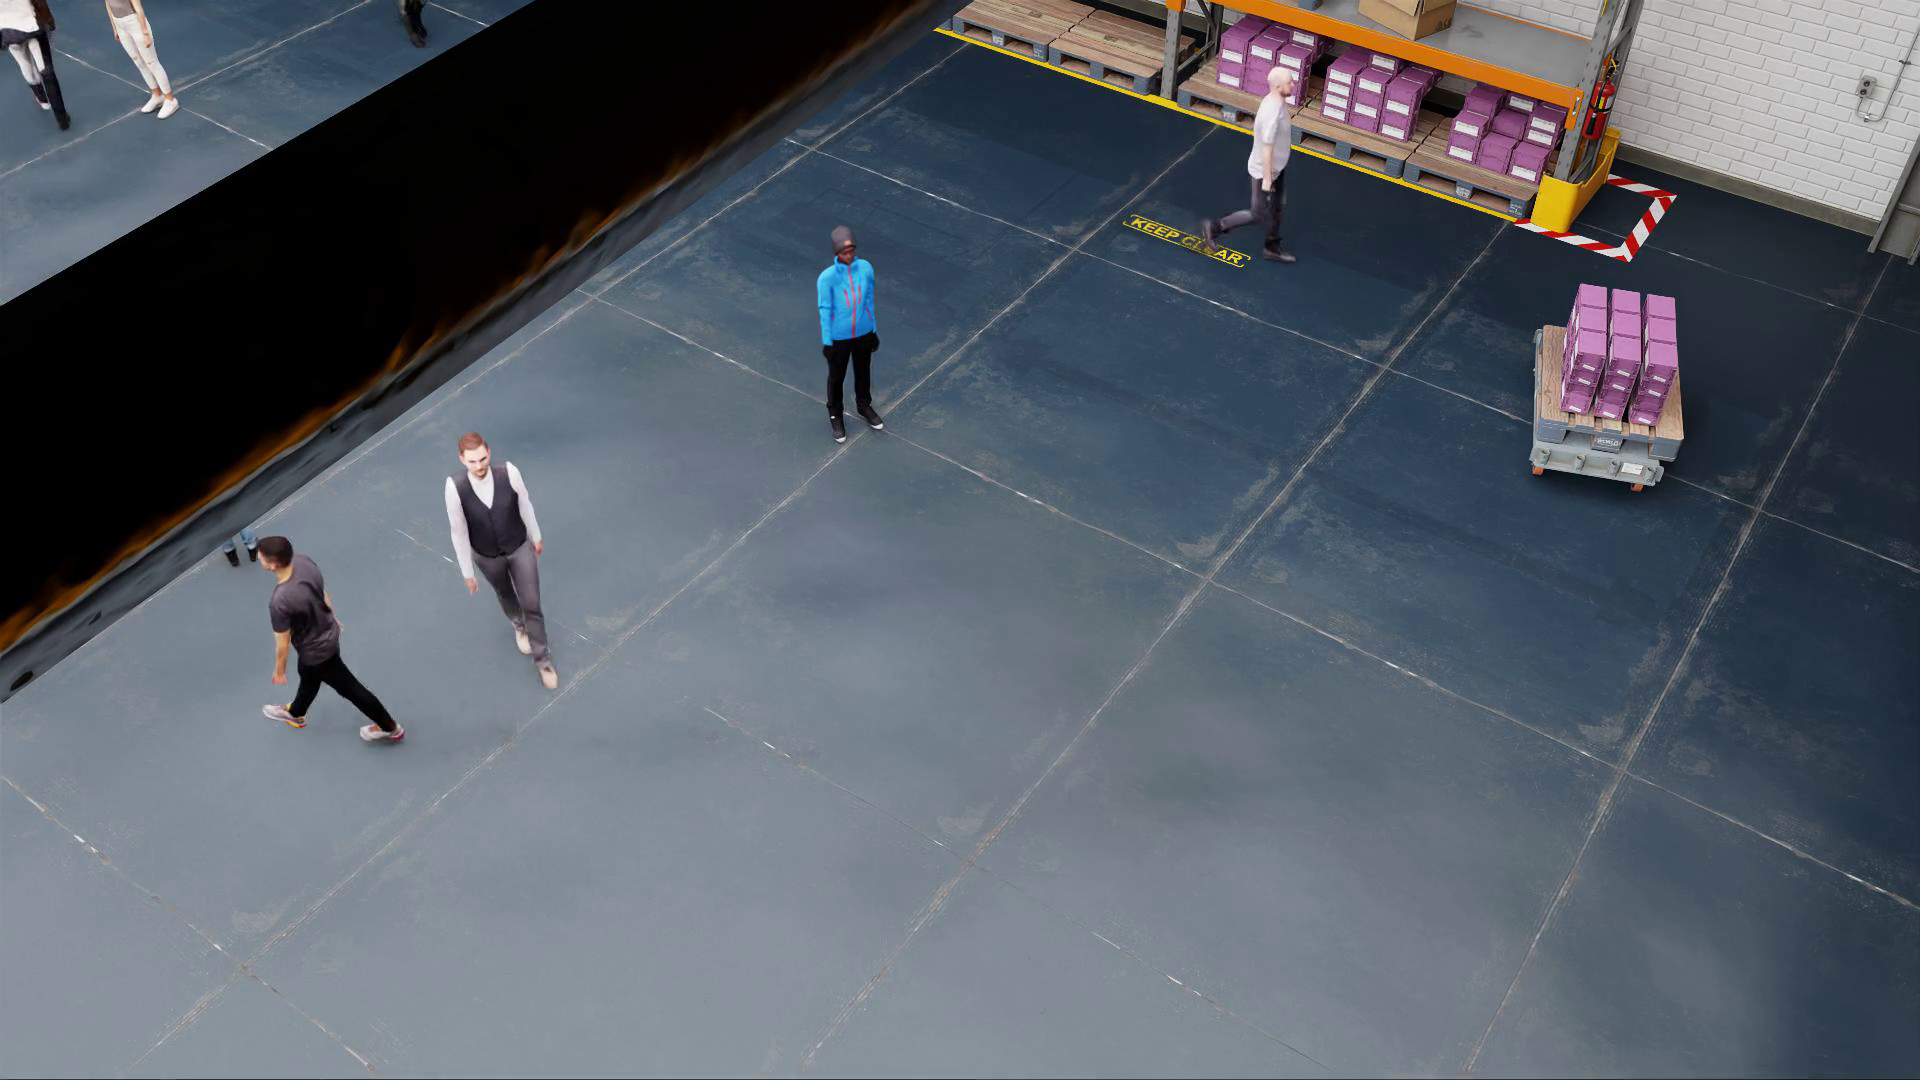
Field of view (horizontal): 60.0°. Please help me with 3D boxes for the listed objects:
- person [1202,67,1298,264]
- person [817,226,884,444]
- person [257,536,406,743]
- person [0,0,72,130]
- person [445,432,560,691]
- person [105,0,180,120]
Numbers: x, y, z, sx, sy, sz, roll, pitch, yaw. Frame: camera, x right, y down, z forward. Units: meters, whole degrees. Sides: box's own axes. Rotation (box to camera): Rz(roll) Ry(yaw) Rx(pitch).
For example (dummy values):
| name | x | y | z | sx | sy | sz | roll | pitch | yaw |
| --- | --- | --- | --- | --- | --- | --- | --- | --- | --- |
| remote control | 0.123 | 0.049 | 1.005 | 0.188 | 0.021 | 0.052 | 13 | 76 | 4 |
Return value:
| name | x | y | z | sx | sy | sz | roll | pitch | yaw |
| --- | --- | --- | --- | --- | --- | --- | --- | --- | --- |
| person | 2.526 | -3.159 | 14.127 | 1.145 | 1.812 | 0.823 | 15 | 45 | 15 |
| person | -0.838 | -1.565 | 12.467 | 0.689 | 1.794 | 0.687 | -21 | 47 | -21 |
| person | -3.854 | 0.665 | 10.186 | 1.239 | 1.711 | 1.065 | 1 | 44 | 1 |
| person | -8.882 | -4.785 | 15.797 | 0.995 | 1.861 | 1.126 | -19 | 47 | -19 |
| person | -2.979 | -0.005 | 10.739 | 1.002 | 1.918 | 1.115 | -14 | 45 | -14 |
| person | -7.982 | -4.944 | 16.068 | 0.531 | 1.717 | 0.682 | 16 | 46 | 16 |
